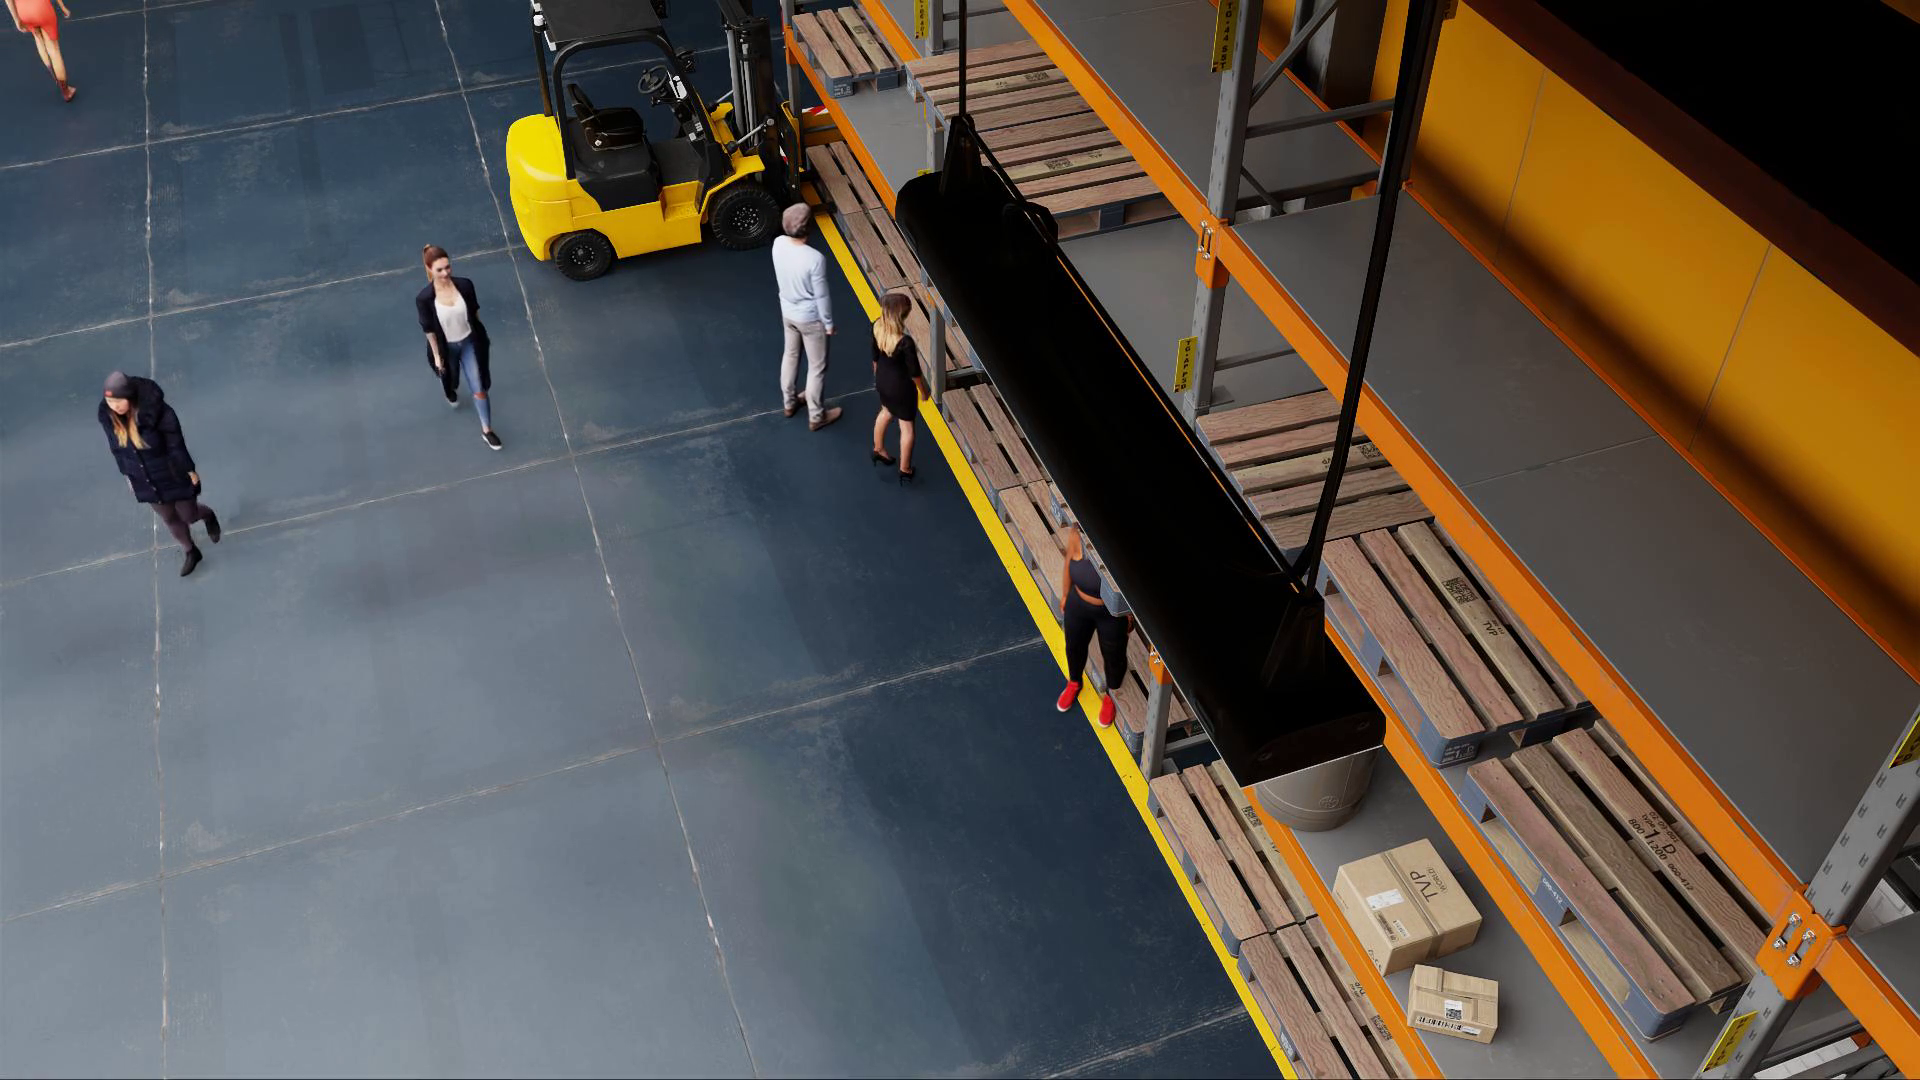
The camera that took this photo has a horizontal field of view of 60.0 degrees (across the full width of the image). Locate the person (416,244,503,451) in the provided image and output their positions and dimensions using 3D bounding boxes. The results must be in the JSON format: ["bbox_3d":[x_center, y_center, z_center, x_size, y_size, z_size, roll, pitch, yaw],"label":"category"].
[{"bbox_3d":[-3.775,-1.477,12.365,0.722,1.659,1.069,-21,48,-21],"label":"person"}]

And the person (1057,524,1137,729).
[{"bbox_3d":[0.863,0.400,10.282,0.768,1.815,0.828,18,46,18],"label":"person"}]

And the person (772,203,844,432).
[{"bbox_3d":[-1.165,-1.667,12.399,0.662,1.887,0.786,31,52,28],"label":"person"}]

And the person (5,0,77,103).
[{"bbox_3d":[-8.930,-5.040,16.076,0.684,1.699,0.827,-6,44,-6],"label":"person"}]

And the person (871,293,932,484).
[{"bbox_3d":[-0.465,-1.059,11.922,0.615,1.666,0.733,28,50,26],"label":"person"}]

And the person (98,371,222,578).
[{"bbox_3d":[-5.422,-0.515,11.348,0.804,1.670,0.876,1,44,1],"label":"person"}]
